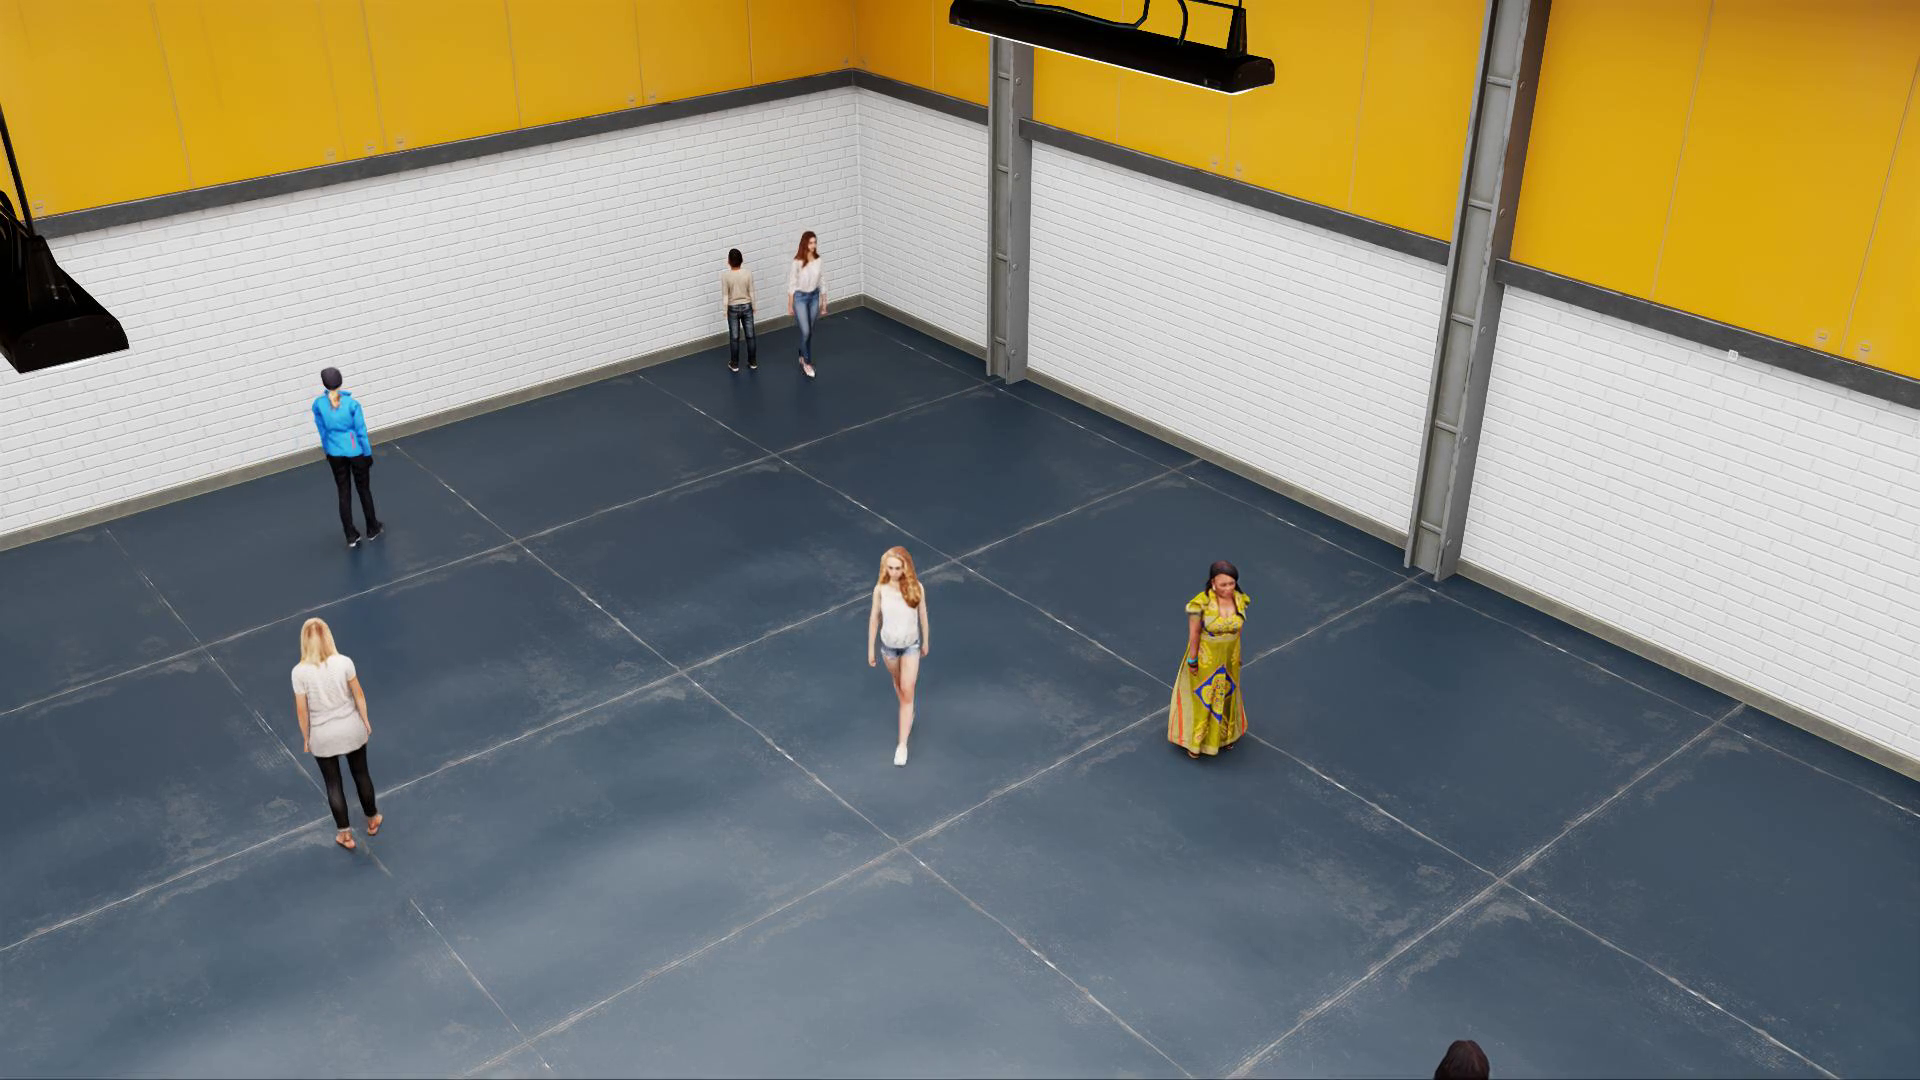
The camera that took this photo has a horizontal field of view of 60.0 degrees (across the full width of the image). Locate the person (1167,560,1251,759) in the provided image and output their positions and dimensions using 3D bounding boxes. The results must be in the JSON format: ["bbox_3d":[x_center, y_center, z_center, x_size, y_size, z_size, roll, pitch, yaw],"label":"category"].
[{"bbox_3d":[1.942,0.885,12.707,0.941,1.660,0.894,-12,31,-21],"label":"person"}]

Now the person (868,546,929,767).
[{"bbox_3d":[-0.451,0.784,12.823,1.043,1.726,1.089,3,29,5],"label":"person"}]

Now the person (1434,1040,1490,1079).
[{"bbox_3d":[2.438,3.211,8.363,0.659,1.738,0.688,-3,29,-6],"label":"person"}]

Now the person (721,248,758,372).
[{"bbox_3d":[-2.576,-2.698,19.485,0.608,1.461,0.627,-7,29,-13],"label":"person"}]

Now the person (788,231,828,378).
[{"bbox_3d":[-1.837,-2.797,19.415,0.652,1.701,0.806,-17,33,-28],"label":"person"}]

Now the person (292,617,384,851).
[{"bbox_3d":[-4.372,1.355,11.668,0.664,1.831,0.635,-15,32,-25],"label":"person"}]

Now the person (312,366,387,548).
[{"bbox_3d":[-5.773,-0.787,15.623,0.787,1.803,0.847,1,29,2],"label":"person"}]
